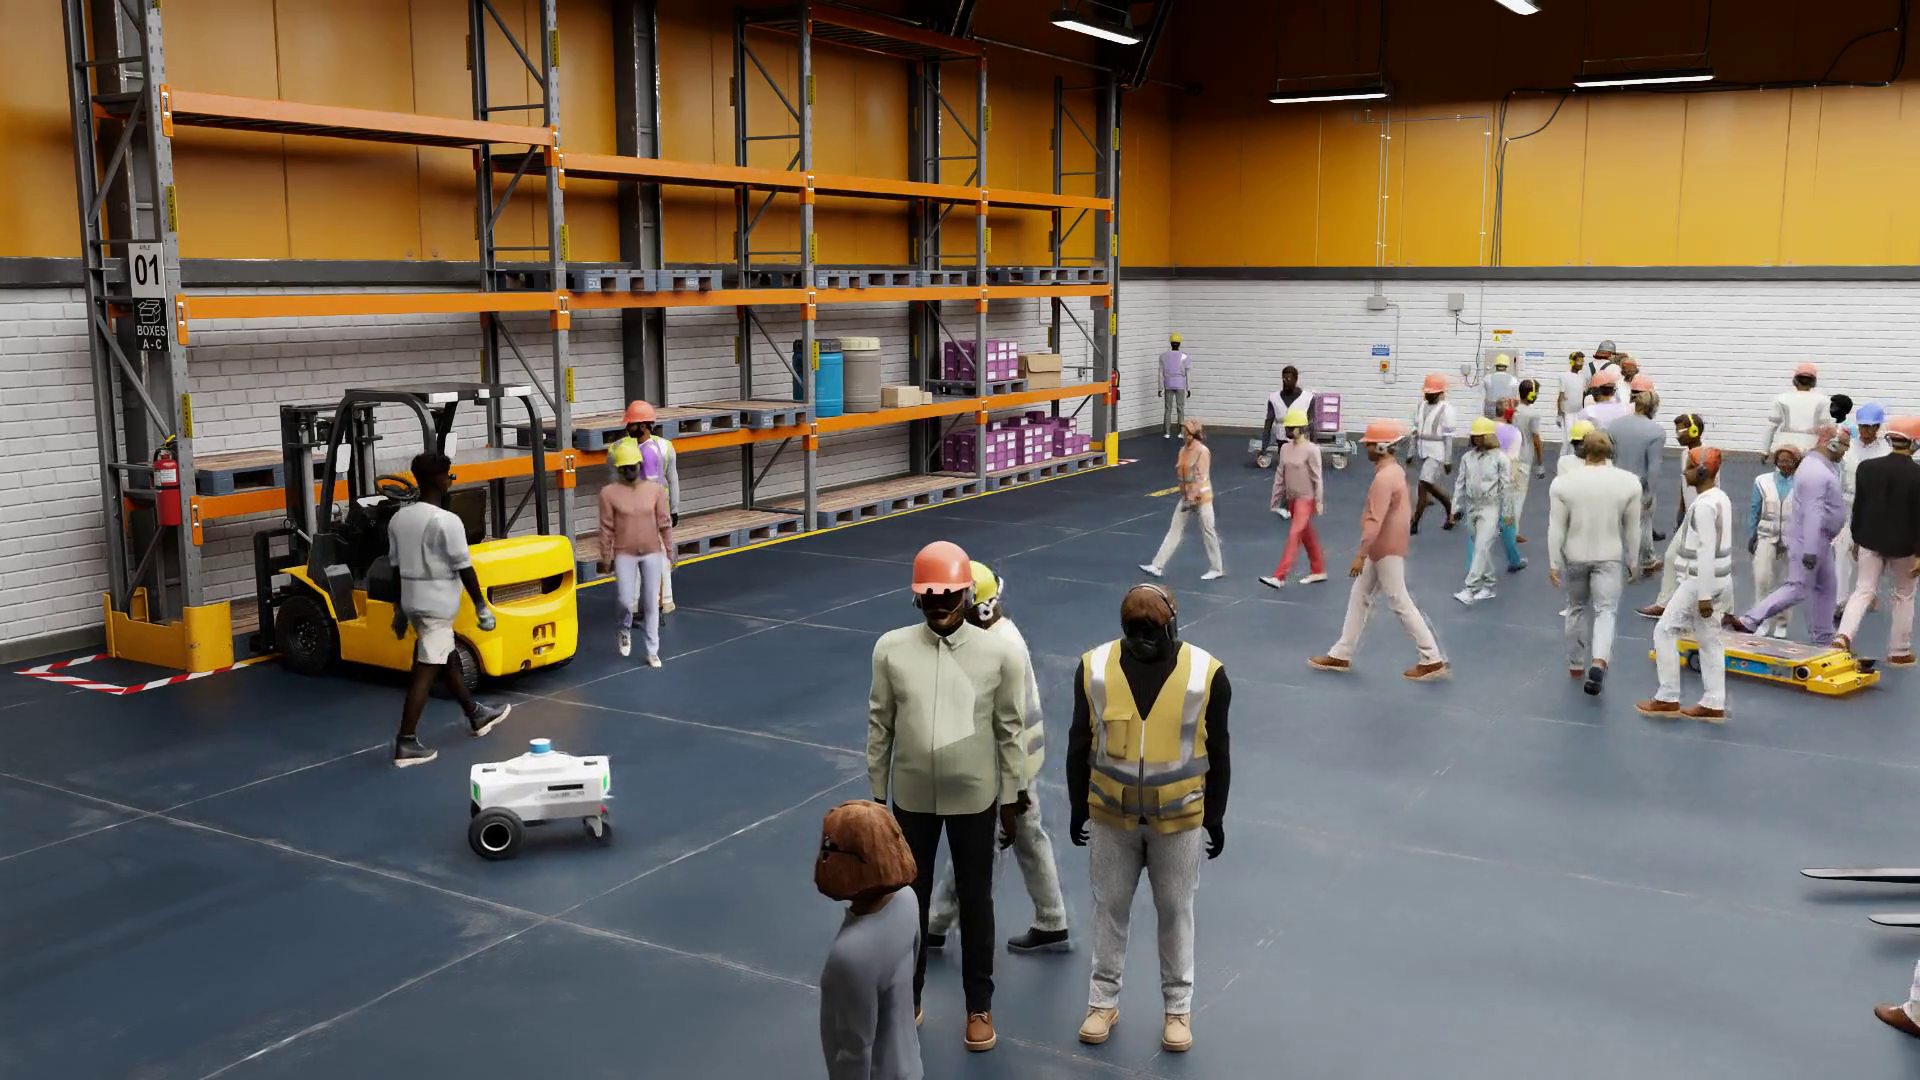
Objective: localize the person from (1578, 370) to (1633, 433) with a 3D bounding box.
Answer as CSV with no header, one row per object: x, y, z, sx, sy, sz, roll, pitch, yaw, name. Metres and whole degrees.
6.789,-0.799,17.643,0.622,1.977,1.077,0,9,-2,person

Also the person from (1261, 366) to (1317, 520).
3.988,-1.180,20.347,0.625,1.866,0.979,6,11,34,person

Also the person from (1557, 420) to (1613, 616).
5.468,-0.192,14.569,0.494,1.741,0.552,-7,12,-39,person

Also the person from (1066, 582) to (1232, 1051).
0.722,1.067,6.460,0.636,1.834,0.429,2,9,13,person

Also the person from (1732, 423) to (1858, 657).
6.616,-0.003,13.082,0.832,1.867,0.705,5,10,29,person

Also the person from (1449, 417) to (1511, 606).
4.690,-0.256,15.121,0.859,1.701,0.494,-7,11,-36,person

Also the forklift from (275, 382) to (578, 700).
-3.974,-0.067,12.417,2.313,2.155,1.214,5,11,30,forklift

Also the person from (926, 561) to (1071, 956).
0.088,0.968,7.269,0.887,1.766,0.605,0,9,0,person

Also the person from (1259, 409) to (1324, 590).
3.194,-0.385,15.897,0.925,1.717,0.546,-5,10,-27,person

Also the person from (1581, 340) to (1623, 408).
9.600,-1.973,24.791,0.536,2.000,0.674,-7,12,-38,person

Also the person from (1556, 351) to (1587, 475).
9.119,-1.864,24.656,0.564,1.867,0.384,-4,10,-25,person

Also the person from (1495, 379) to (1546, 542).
6.256,-0.871,18.540,0.404,1.845,0.516,-4,10,-25,person

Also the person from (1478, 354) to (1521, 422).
8.161,-1.909,25.160,0.609,1.785,0.916,3,10,19,person

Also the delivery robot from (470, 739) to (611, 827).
-2.202,1.291,8.752,0.707,0.478,0.477,-2,9,-14,delivery robot

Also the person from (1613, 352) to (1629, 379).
10.121,-2.018,25.796,0.520,1.817,0.868,-8,12,-42,person

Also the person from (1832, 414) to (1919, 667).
6.974,0.029,12.540,0.882,1.965,0.612,-7,11,-37,person

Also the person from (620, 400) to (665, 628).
-2.690,-0.221,14.165,0.350,1.941,0.545,-2,9,-13,person

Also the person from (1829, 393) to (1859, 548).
9.646,-0.760,18.291,0.317,1.695,0.540,0,9,1,person

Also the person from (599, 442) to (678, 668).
-2.461,0.108,12.728,0.562,1.746,0.429,-3,10,-20,person

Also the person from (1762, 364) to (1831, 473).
9.610,-1.029,19.116,0.658,1.988,1.081,4,10,24,person

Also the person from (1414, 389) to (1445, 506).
6.003,-1.201,21.313,0.509,1.615,0.632,8,12,42,person

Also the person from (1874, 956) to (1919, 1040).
3.956,1.095,6.188,0.653,1.872,0.926,-2,9,-15,person

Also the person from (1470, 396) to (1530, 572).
5.373,-0.526,16.497,0.937,1.793,0.556,-7,12,-39,person

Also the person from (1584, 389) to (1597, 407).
8.806,-1.473,22.935,0.497,1.633,0.285,-2,9,-10,person

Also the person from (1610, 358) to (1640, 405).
9.005,-1.525,22.541,0.620,1.872,0.433,0,9,1,person

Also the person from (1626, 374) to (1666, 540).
7.484,-0.897,18.525,0.983,1.898,0.553,-2,9,-15,person

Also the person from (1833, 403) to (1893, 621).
7.882,-0.248,14.509,0.629,1.891,1.040,7,11,36,person

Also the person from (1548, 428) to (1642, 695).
4.549,0.148,11.967,0.635,1.914,0.899,3,10,20,person

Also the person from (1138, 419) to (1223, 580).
2.212,-0.375,16.217,0.874,1.590,0.516,-5,10,-26,person

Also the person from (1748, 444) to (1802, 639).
6.704,0.030,13.571,0.538,1.611,0.646,6,11,33,person

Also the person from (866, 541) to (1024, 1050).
-0.063,0.988,6.456,0.612,1.995,0.382,1,9,6,person

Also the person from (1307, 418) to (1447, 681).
3.159,0.073,12.337,1.017,1.952,0.620,3,9,16,person

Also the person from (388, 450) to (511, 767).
-3.215,0.394,10.400,0.606,1.911,0.996,7,12,38,person

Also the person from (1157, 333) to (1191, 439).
3.891,-2.796,30.315,0.630,1.931,0.424,2,9,14,person

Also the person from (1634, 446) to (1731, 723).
4.879,0.292,11.193,0.696,1.860,0.600,7,12,38,person

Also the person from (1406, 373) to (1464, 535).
5.488,-0.993,19.152,0.876,1.888,0.602,-4,10,-23,person

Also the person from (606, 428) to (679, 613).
-2.792,-0.255,14.705,0.621,1.839,0.429,-1,9,-8,person

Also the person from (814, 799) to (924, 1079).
-0.247,1.488,4.454,0.279,1.634,0.498,2,9,15,person

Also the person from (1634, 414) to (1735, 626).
6.284,-0.174,14.291,0.786,1.813,0.536,-2,9,-11,person

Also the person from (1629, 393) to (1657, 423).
8.199,-1.045,20.248,0.512,1.639,0.311,1,9,7,person

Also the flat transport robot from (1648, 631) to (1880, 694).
6.010,0.883,12.472,0.652,0.197,1.431,-7,11,-37,flat transport robot

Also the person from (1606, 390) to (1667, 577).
6.576,-0.516,16.182,1.050,1.871,0.658,-8,12,-42,person
